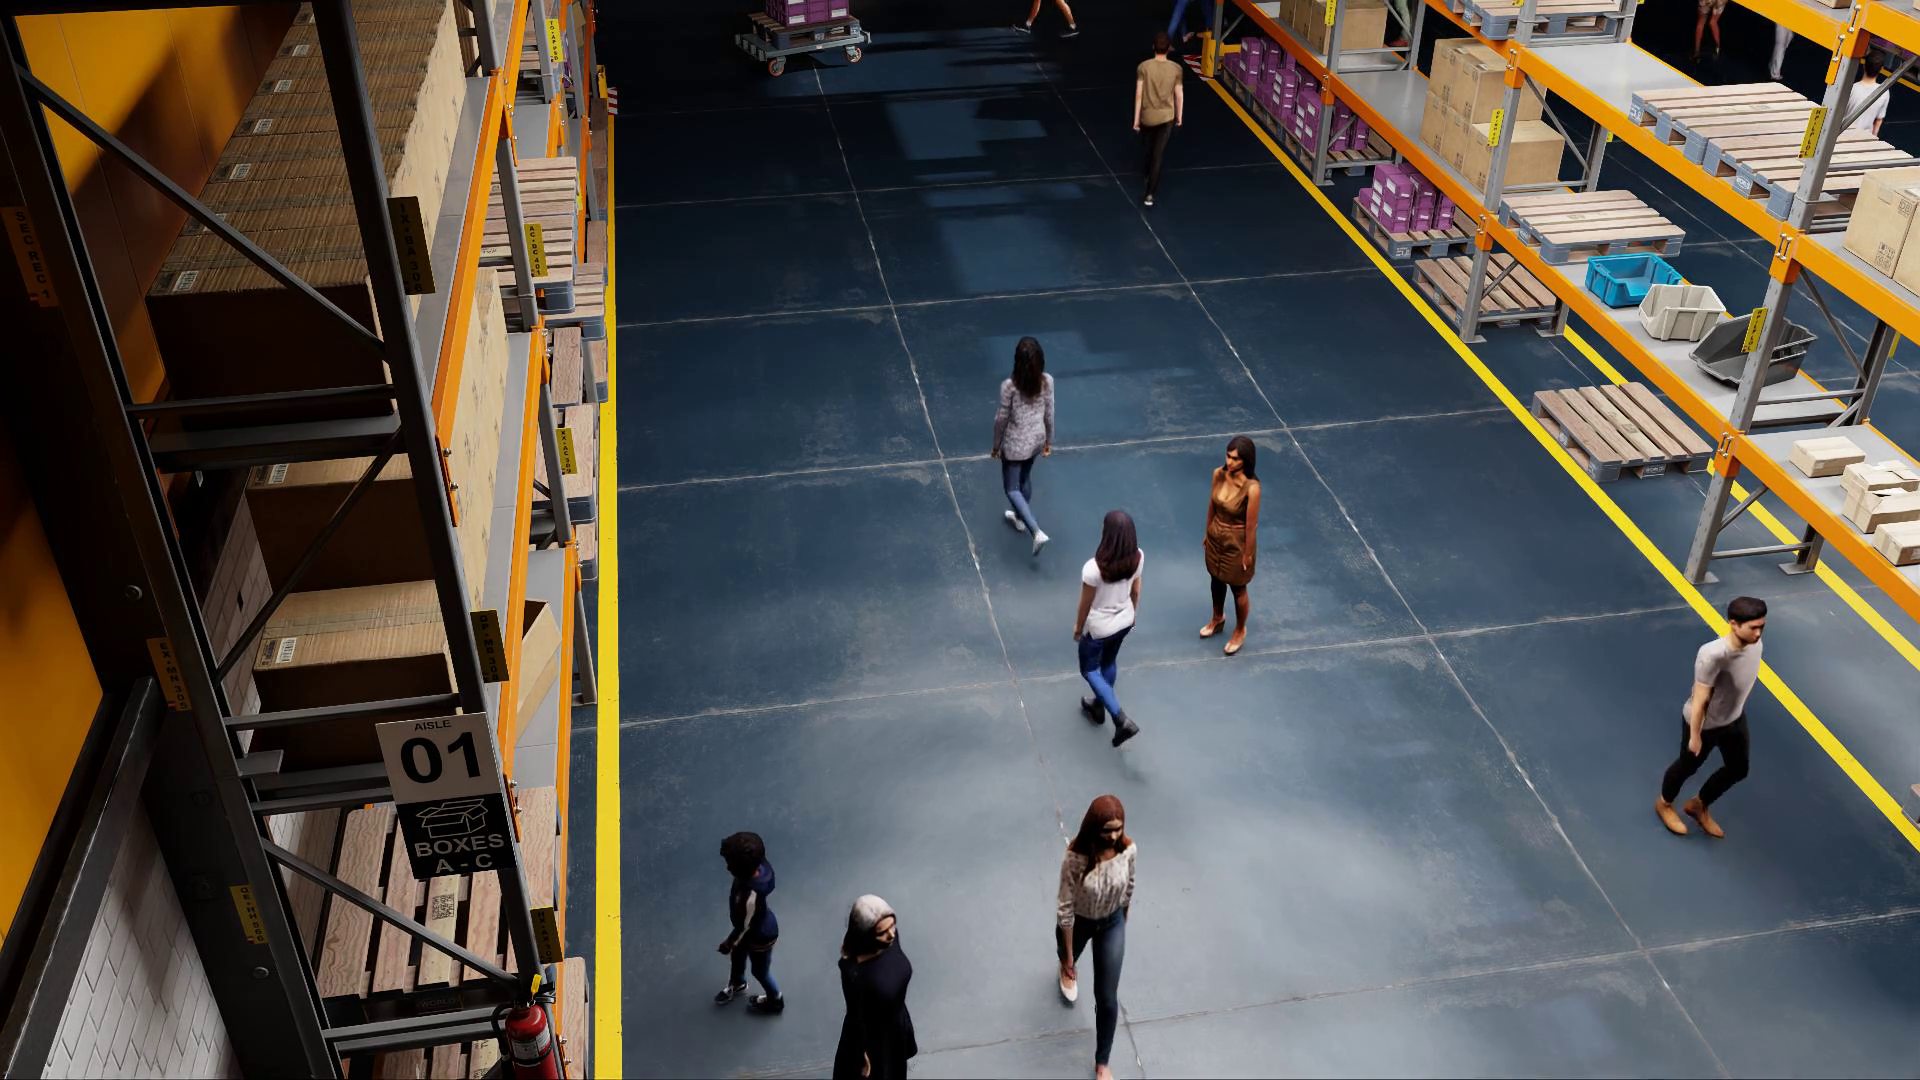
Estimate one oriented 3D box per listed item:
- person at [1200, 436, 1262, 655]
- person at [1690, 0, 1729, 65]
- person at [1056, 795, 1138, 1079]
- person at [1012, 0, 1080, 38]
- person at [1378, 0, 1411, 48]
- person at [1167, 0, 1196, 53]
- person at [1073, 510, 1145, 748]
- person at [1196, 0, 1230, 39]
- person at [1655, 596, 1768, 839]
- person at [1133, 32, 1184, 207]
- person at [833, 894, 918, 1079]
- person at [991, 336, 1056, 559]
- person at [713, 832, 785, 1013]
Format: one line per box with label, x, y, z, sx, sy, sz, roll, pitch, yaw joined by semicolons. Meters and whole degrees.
person;1.839;0.028;11.287;0.697;1.683;0.592;-24;40;-31
person;9.982;-7.092;21.922;0.651;1.768;0.933;-2;34;-3
person;0.637;1.900;8.468;0.627;1.686;1.168;-3;34;-5
person;1.333;-7.809;23.040;0.931;1.725;1.189;4;34;5
person;6.033;-7.615;22.649;0.863;1.835;1.080;-2;34;-3
person;2.955;-7.398;22.559;1.026;1.572;0.992;29;43;36
person;0.964;0.599;10.444;0.821;1.666;1.006;-19;38;-26
person;3.582;-7.815;23.041;0.945;1.733;0.884;19;38;27
person;4.393;0.996;9.808;0.678;1.708;0.690;-13;36;-18
person;2.127;-4.520;18.026;0.963;1.798;1.304;5;34;8
person;-0.388;2.311;7.795;0.763;1.746;0.683;16;37;22
person;0.493;-0.669;12.311;0.838;1.710;1.109;-16;37;-23
person;-1.040;2.028;8.708;0.611;1.206;0.567;-4;34;-6
